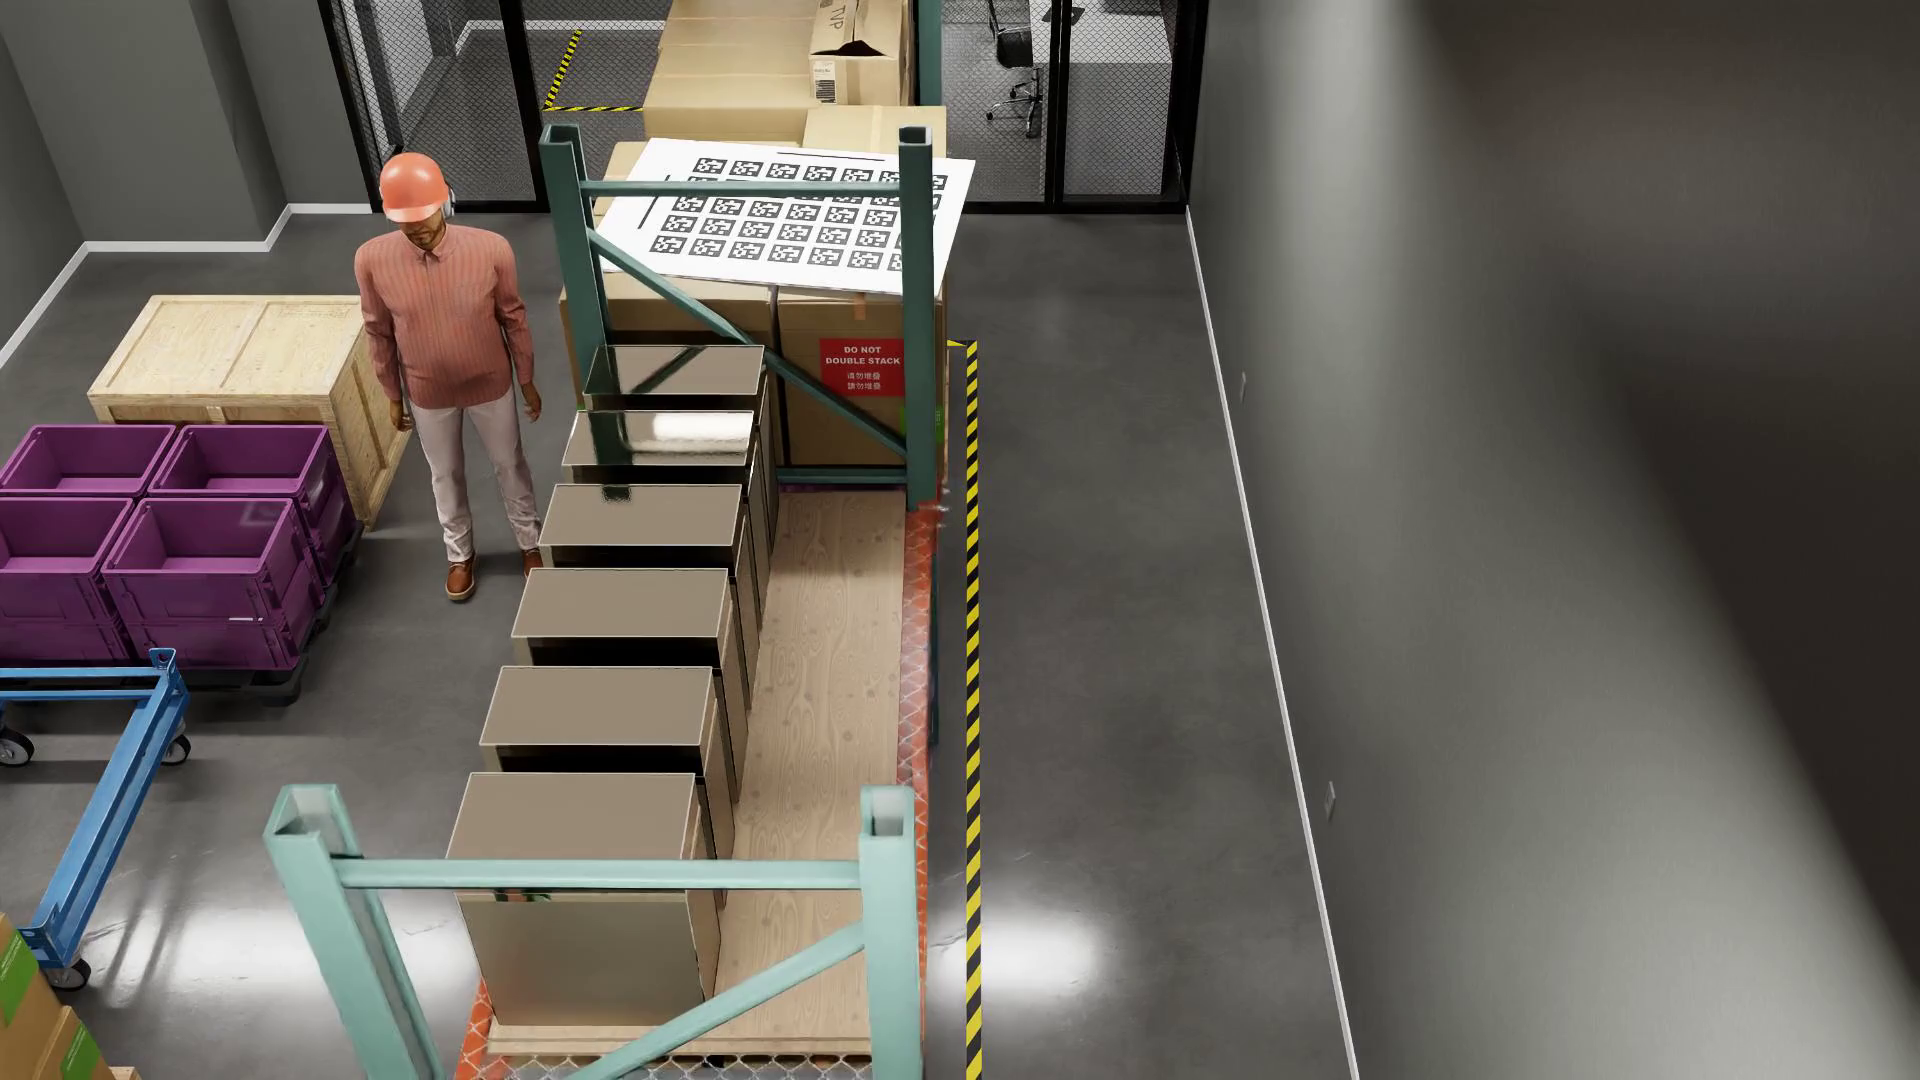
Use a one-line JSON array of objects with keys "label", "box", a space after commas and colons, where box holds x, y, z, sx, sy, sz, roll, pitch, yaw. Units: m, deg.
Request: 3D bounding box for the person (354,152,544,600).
[{"label": "person", "box": [-1.968, -0.617, 6.548, 0.611, 1.996, 0.378, -9, 42, -10]}]
